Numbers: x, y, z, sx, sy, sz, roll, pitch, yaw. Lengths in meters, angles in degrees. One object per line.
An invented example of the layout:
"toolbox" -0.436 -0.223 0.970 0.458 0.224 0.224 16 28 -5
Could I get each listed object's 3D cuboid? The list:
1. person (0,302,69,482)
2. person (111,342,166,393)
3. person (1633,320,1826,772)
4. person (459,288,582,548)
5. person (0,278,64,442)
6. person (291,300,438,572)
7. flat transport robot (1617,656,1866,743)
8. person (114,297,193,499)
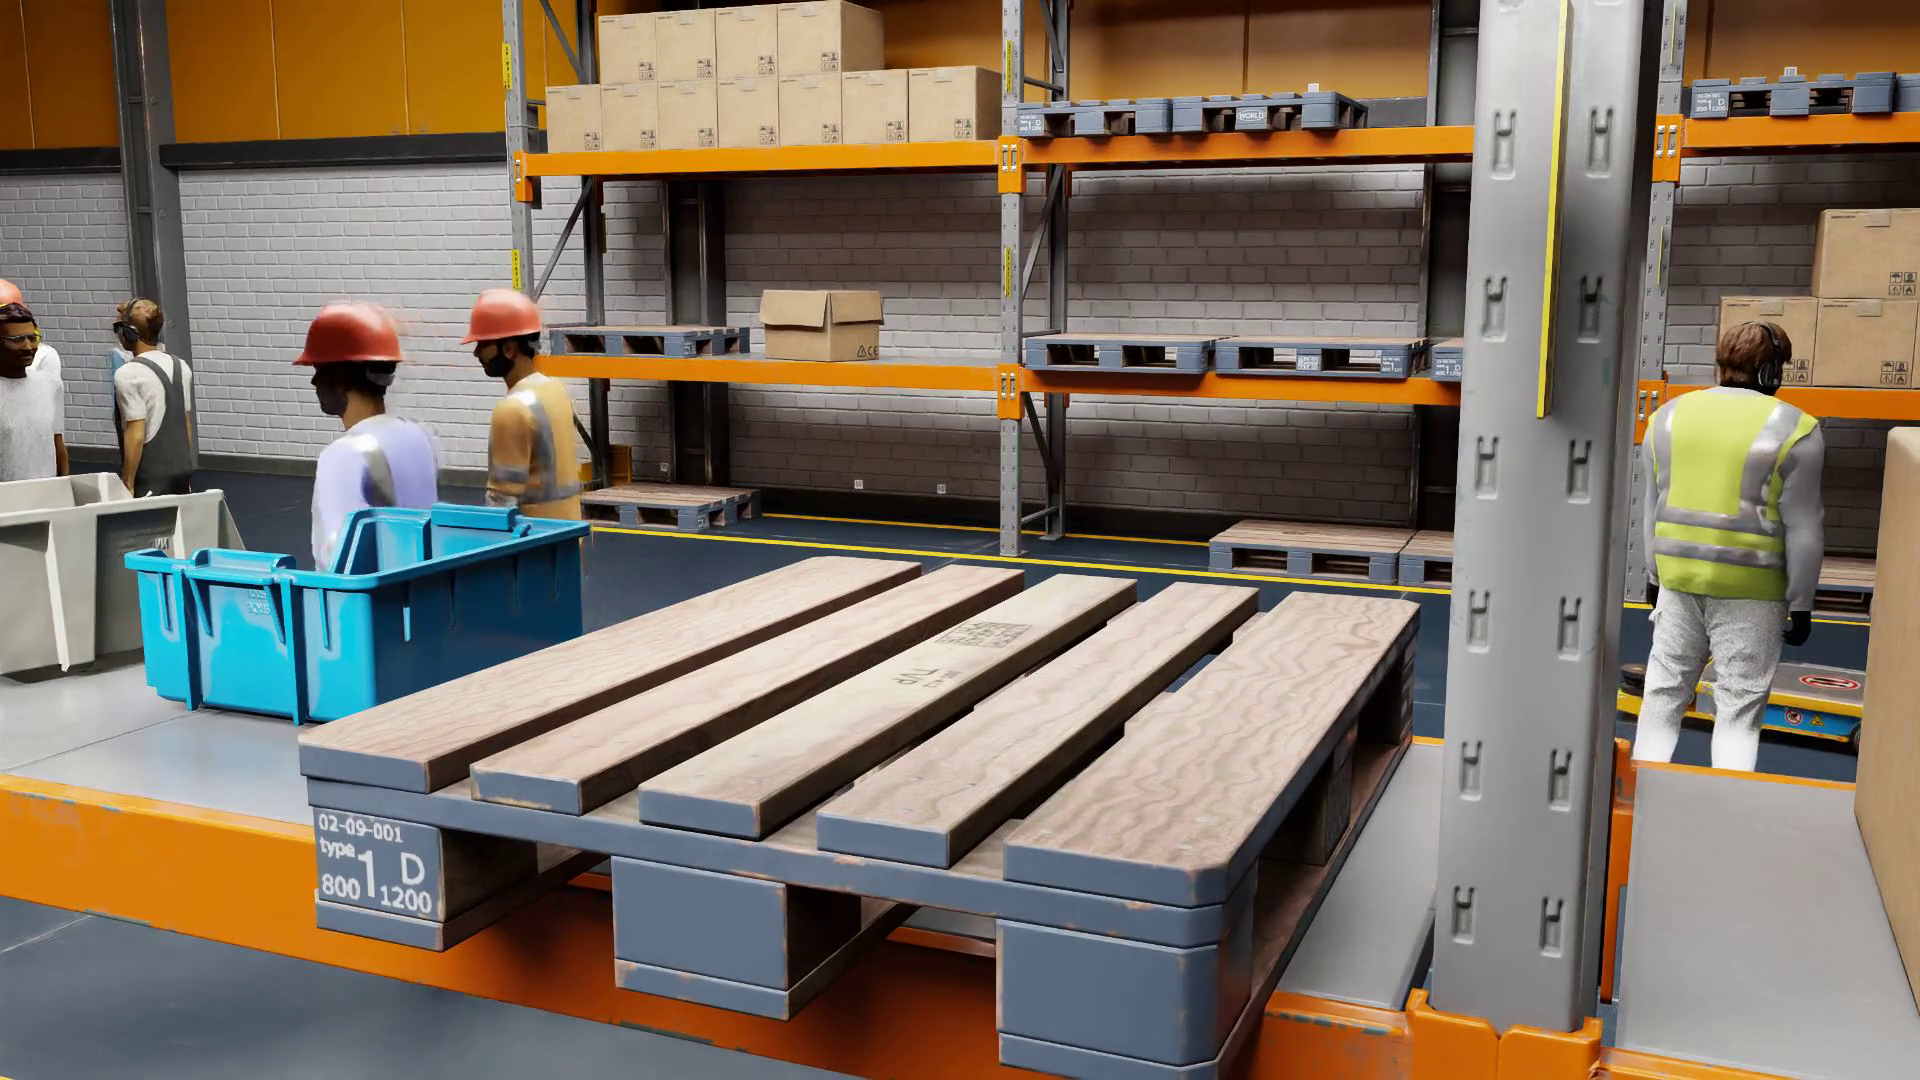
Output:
"person" -4.136 -0.111 7.316 0.367 1.856 0.532 4 10 21
"person" -6.875 -1.114 13.968 0.533 1.626 0.527 4 10 24
"person" 2.665 0.161 5.770 0.431 1.832 0.643 -7 12 -35
"person" -1.625 0.036 6.195 0.408 1.924 0.599 1 10 4
"person" -5.247 -0.472 9.211 0.544 1.937 0.358 -5 11 -27
"person" -1.629 0.291 4.705 0.483 1.924 0.548 2 10 10
"flat transport robot" 3.662 0.696 7.194 1.431 0.197 0.652 8 12 39
"person" -4.109 -0.306 8.488 0.344 1.847 0.504 2 10 10
